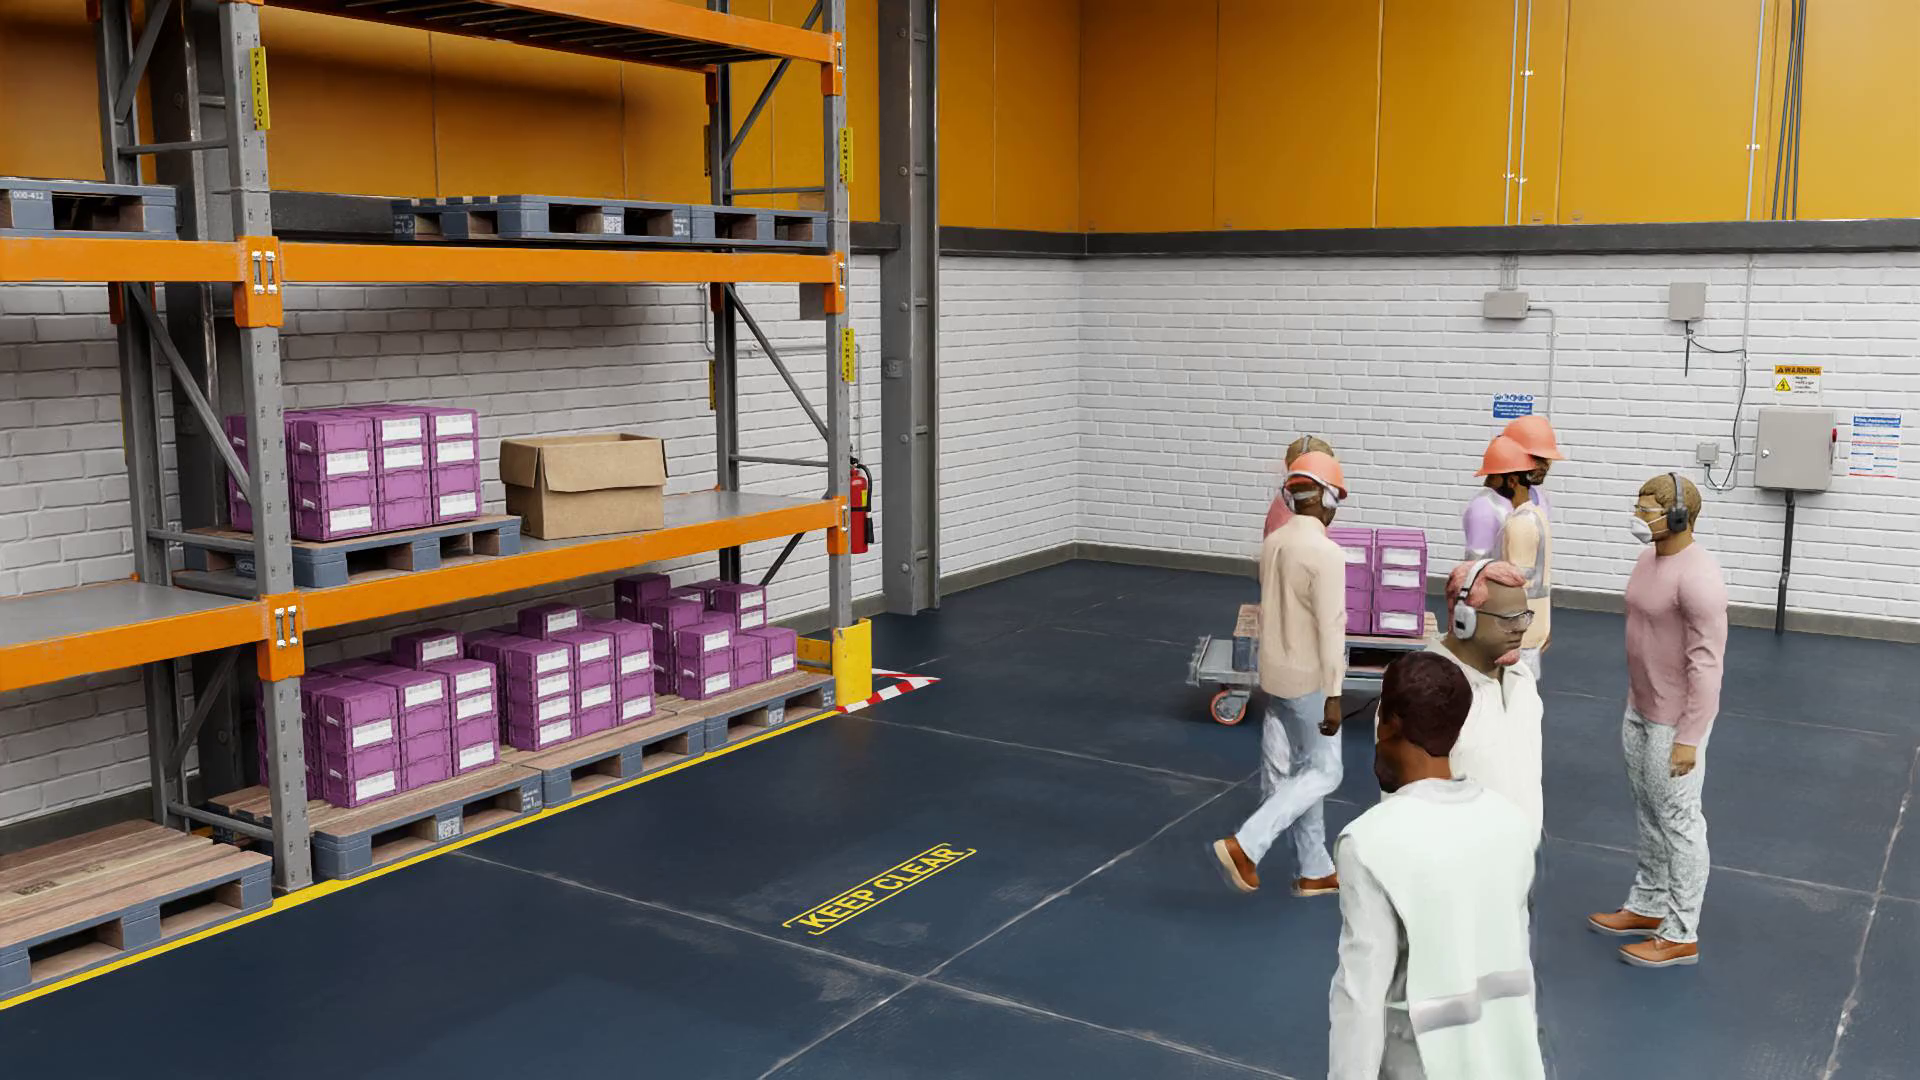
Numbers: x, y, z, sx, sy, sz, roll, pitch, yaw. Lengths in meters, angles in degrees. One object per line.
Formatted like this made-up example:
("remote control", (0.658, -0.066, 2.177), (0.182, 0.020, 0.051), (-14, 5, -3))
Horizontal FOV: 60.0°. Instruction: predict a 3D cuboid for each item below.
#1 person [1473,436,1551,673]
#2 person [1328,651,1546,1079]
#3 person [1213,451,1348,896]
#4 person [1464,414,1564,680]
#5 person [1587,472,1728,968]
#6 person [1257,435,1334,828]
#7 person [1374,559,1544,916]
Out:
("person", (2.683, 0.453, 8.153), (0.393, 1.927, 0.549), (3, 9, 21))
("person", (1.123, 1.199, 3.523), (0.631, 1.867, 0.845), (-8, 12, -41))
("person", (1.421, 0.599, 7.123), (0.660, 1.953, 0.659), (-3, 9, -18))
("person", (2.731, 0.391, 8.216), (0.613, 2.030, 0.417), (-7, 11, -39))
("person", (2.760, 0.698, 6.512), (0.372, 1.939, 0.629), (0, 9, 3))
("person", (1.651, 0.442, 8.207), (0.363, 1.932, 0.635), (2, 9, 13))
("person", (1.455, 0.989, 4.773), (0.640, 1.899, 0.395), (-7, 11, -39))
